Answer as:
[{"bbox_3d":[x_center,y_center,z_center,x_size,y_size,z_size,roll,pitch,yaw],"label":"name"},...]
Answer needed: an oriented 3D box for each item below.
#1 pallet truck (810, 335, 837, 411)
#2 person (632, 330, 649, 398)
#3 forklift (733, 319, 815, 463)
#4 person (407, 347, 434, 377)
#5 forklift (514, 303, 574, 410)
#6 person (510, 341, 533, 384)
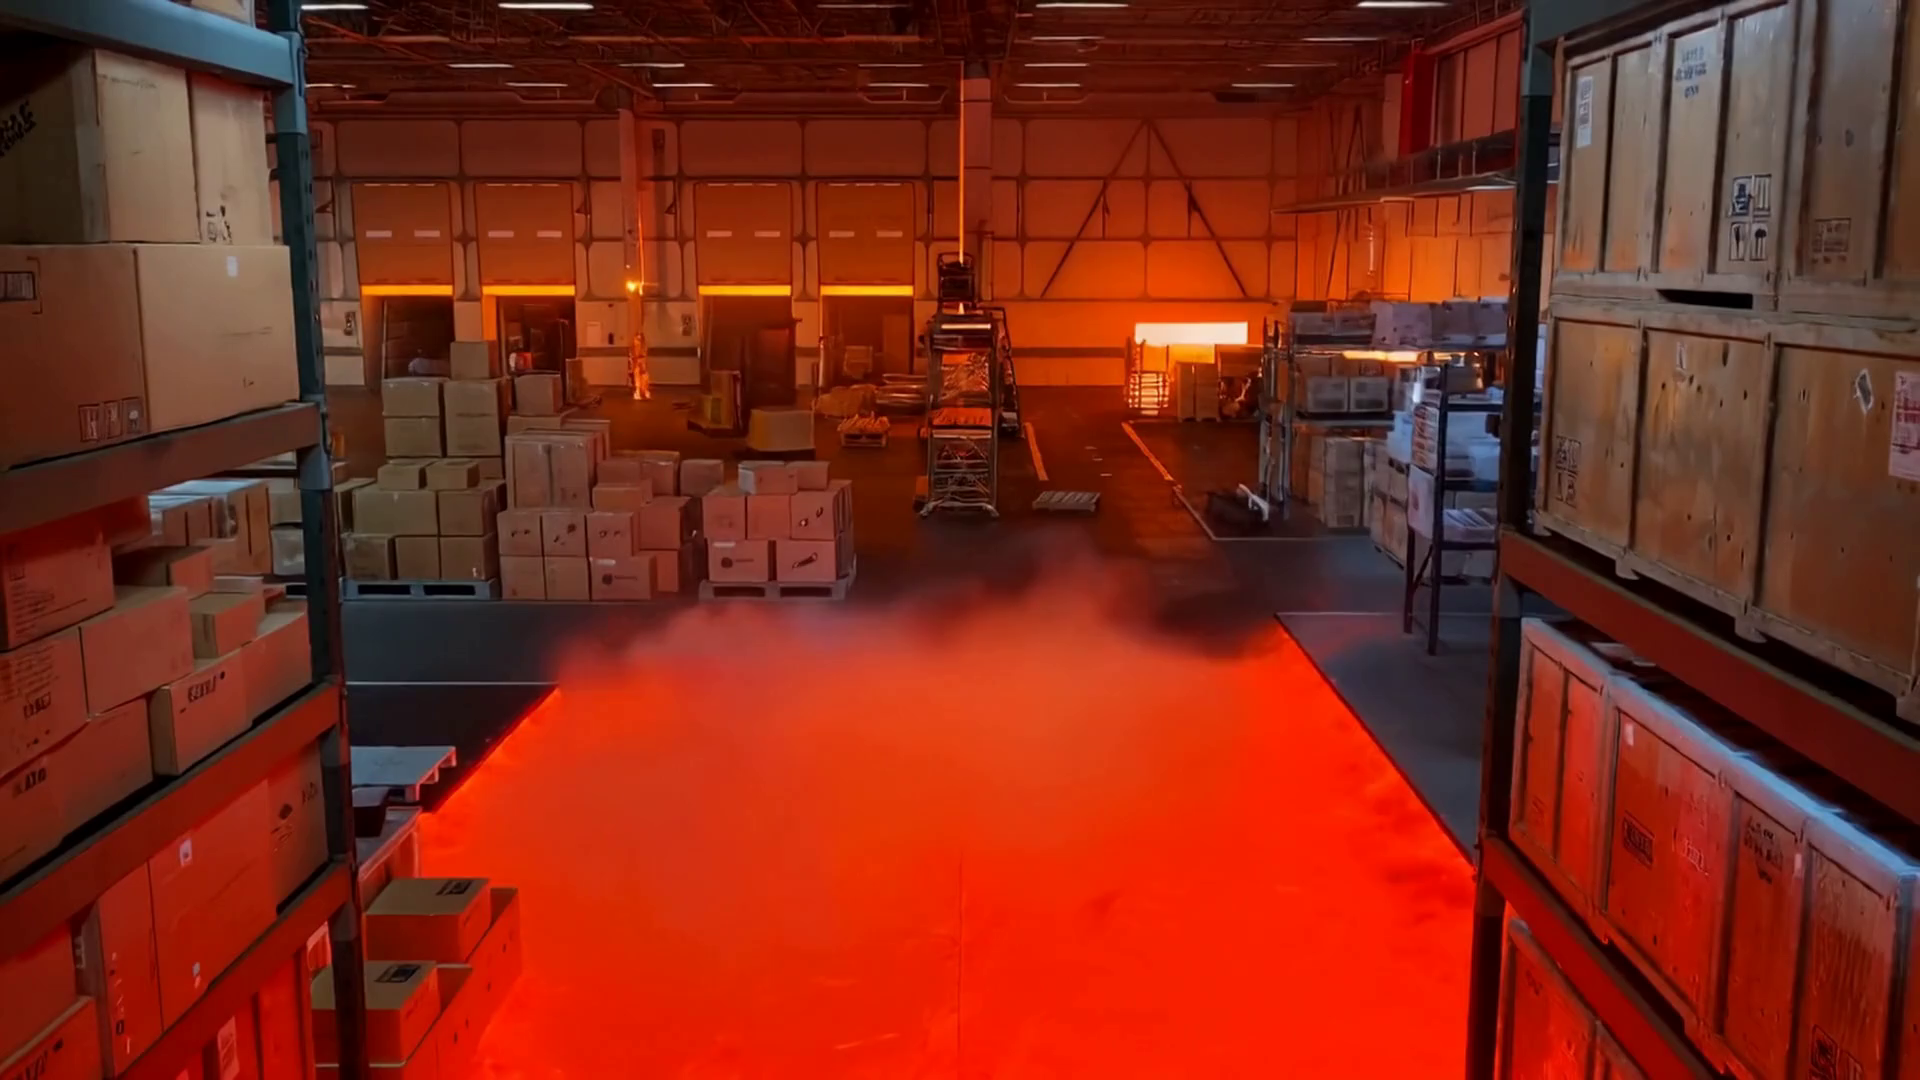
[{"bbox_3d":[-3.021,-4.312,43.126,1.885,1.965,0.823,3,10,17],"label":"pallet truck"},{"bbox_3d":[-9.085,-4.978,47.185,0.546,1.927,0.395,5,11,25],"label":"person"},{"bbox_3d":[-3.673,-2.954,32.743,1.129,2.768,1.873,-5,11,-25],"label":"forklift"},{"bbox_3d":[-12.644,-3.572,39.058,0.647,1.922,0.521,-8,13,-40],"label":"person"},{"bbox_3d":[-10.721,-4.667,42.626,1.129,2.768,1.873,0,10,1],"label":"forklift"},{"bbox_3d":[-11.208,-4.155,42.552,0.575,1.881,0.356,0,10,0],"label":"person"}]
